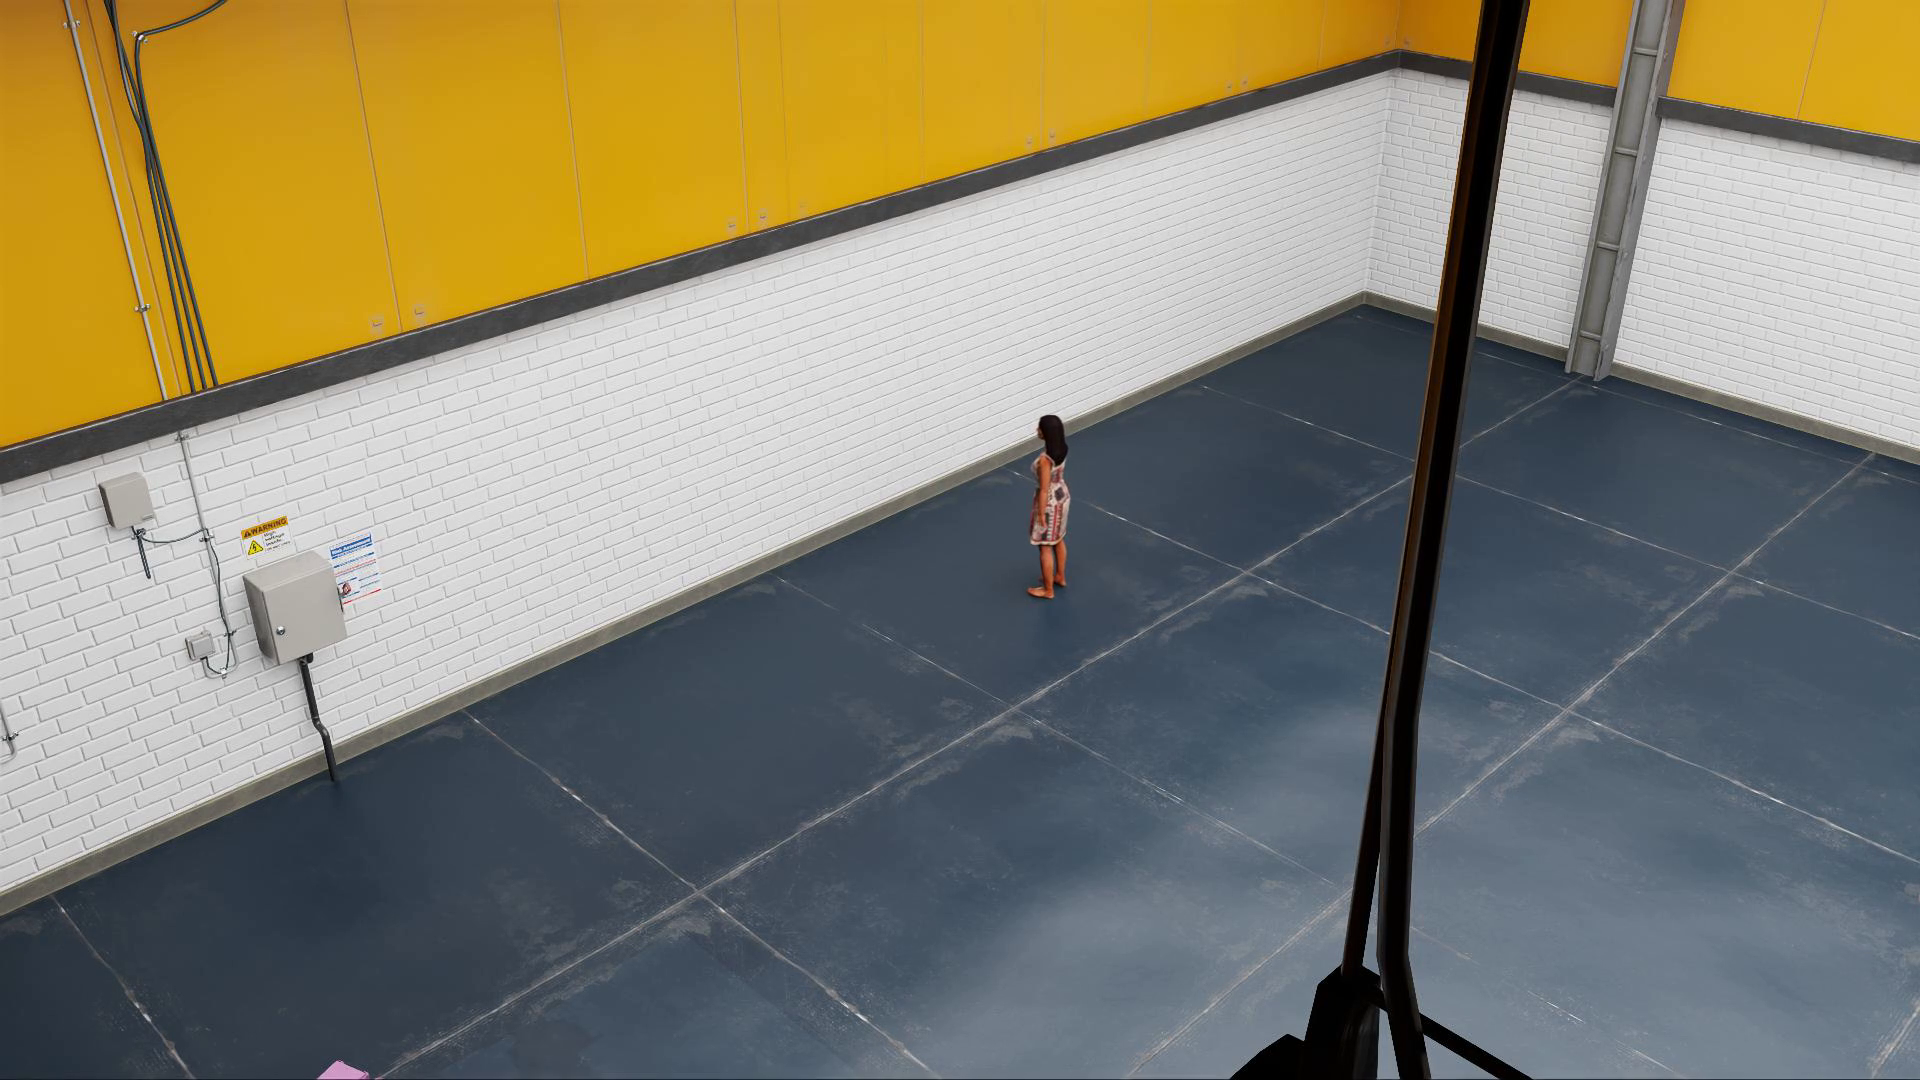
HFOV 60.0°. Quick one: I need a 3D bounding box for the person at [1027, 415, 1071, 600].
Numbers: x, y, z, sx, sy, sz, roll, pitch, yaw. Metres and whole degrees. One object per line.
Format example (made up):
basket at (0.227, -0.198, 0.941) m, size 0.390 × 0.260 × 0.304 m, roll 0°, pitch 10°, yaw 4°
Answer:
person at (0.761, -0.295, 13.876) m, size 0.660 × 1.642 × 0.731 m, roll 13°, pitch 31°, yaw 23°
